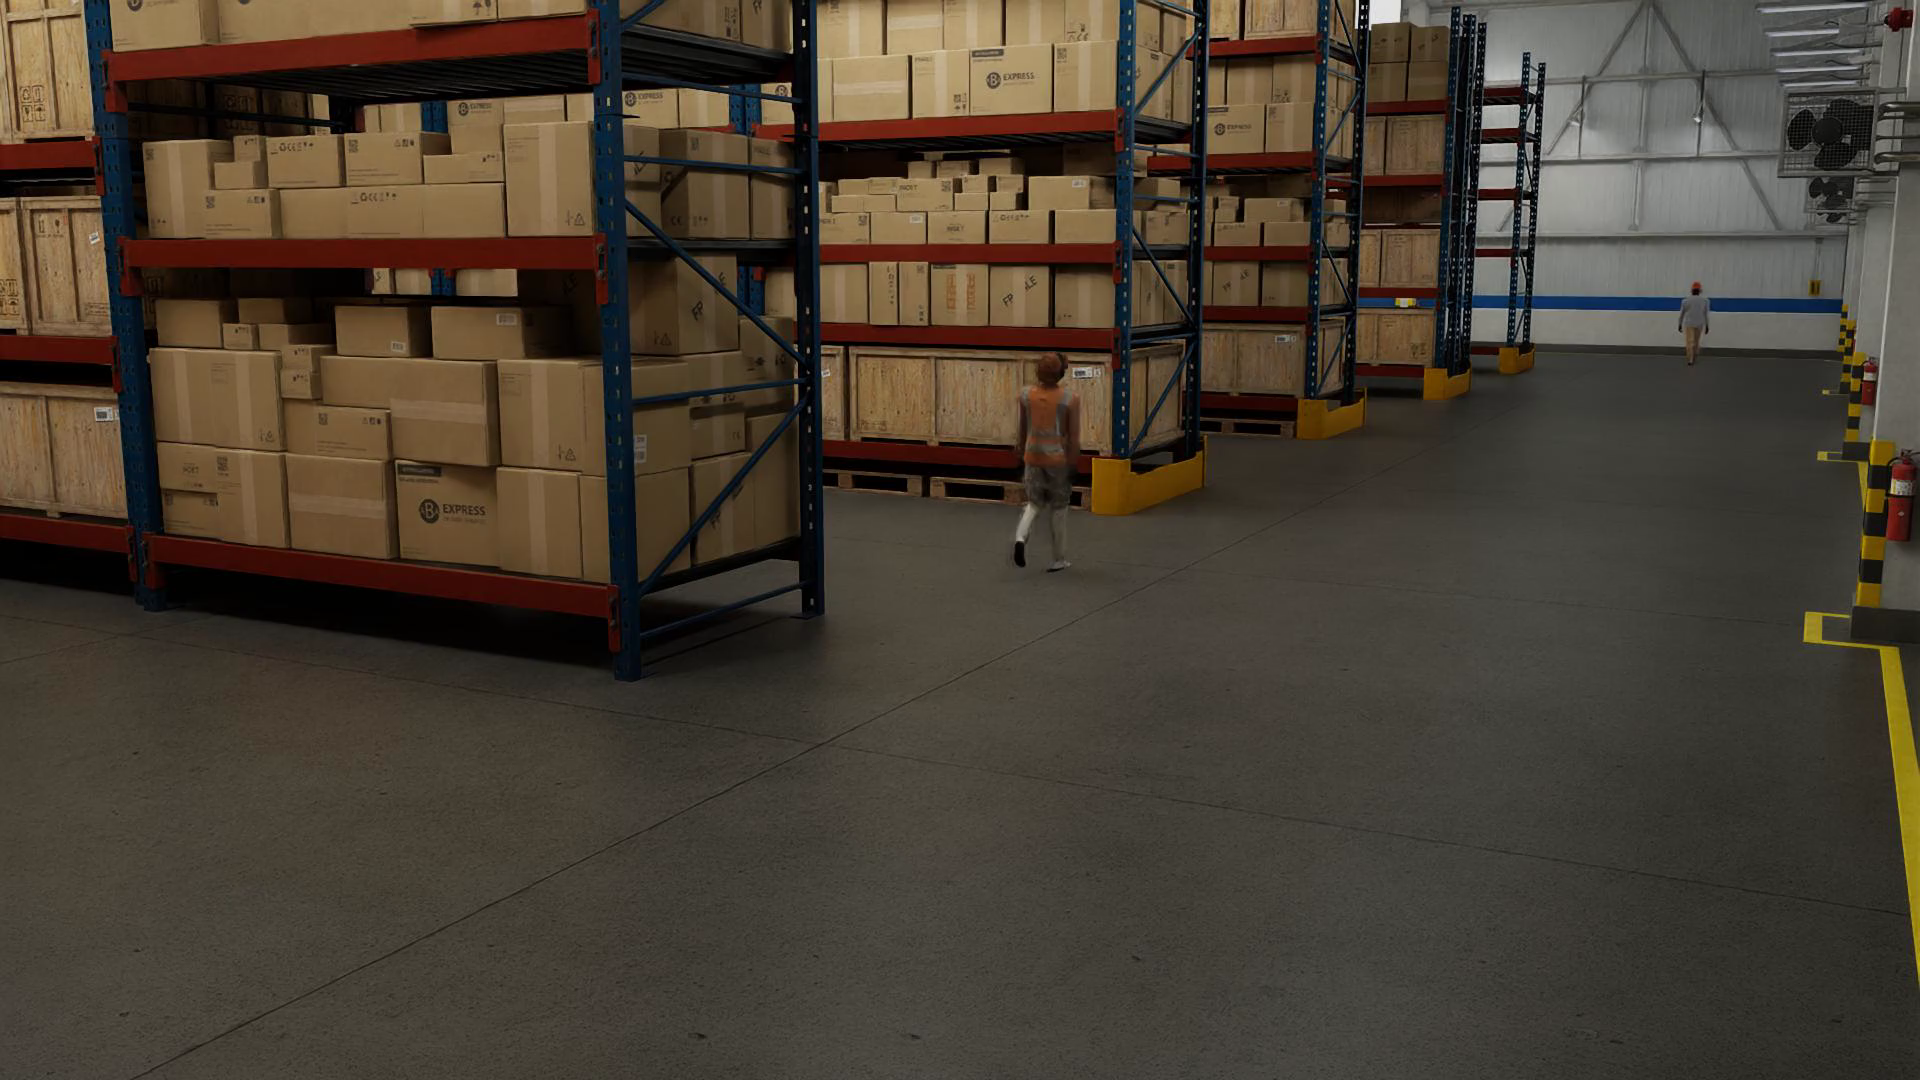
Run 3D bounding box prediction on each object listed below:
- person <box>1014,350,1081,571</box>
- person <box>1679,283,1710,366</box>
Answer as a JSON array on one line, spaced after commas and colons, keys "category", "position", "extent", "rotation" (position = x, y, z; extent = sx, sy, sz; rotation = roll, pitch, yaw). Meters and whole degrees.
[{"category": "person", "position": [0.619, -0.559, 12.084], "extent": [0.526, 1.629, 0.495], "rotation": [5, 11, 28]}, {"category": "person", "position": [15.236, -4.482, 34.566], "extent": [0.572, 1.704, 0.887], "rotation": [2, 10, 14]}]
